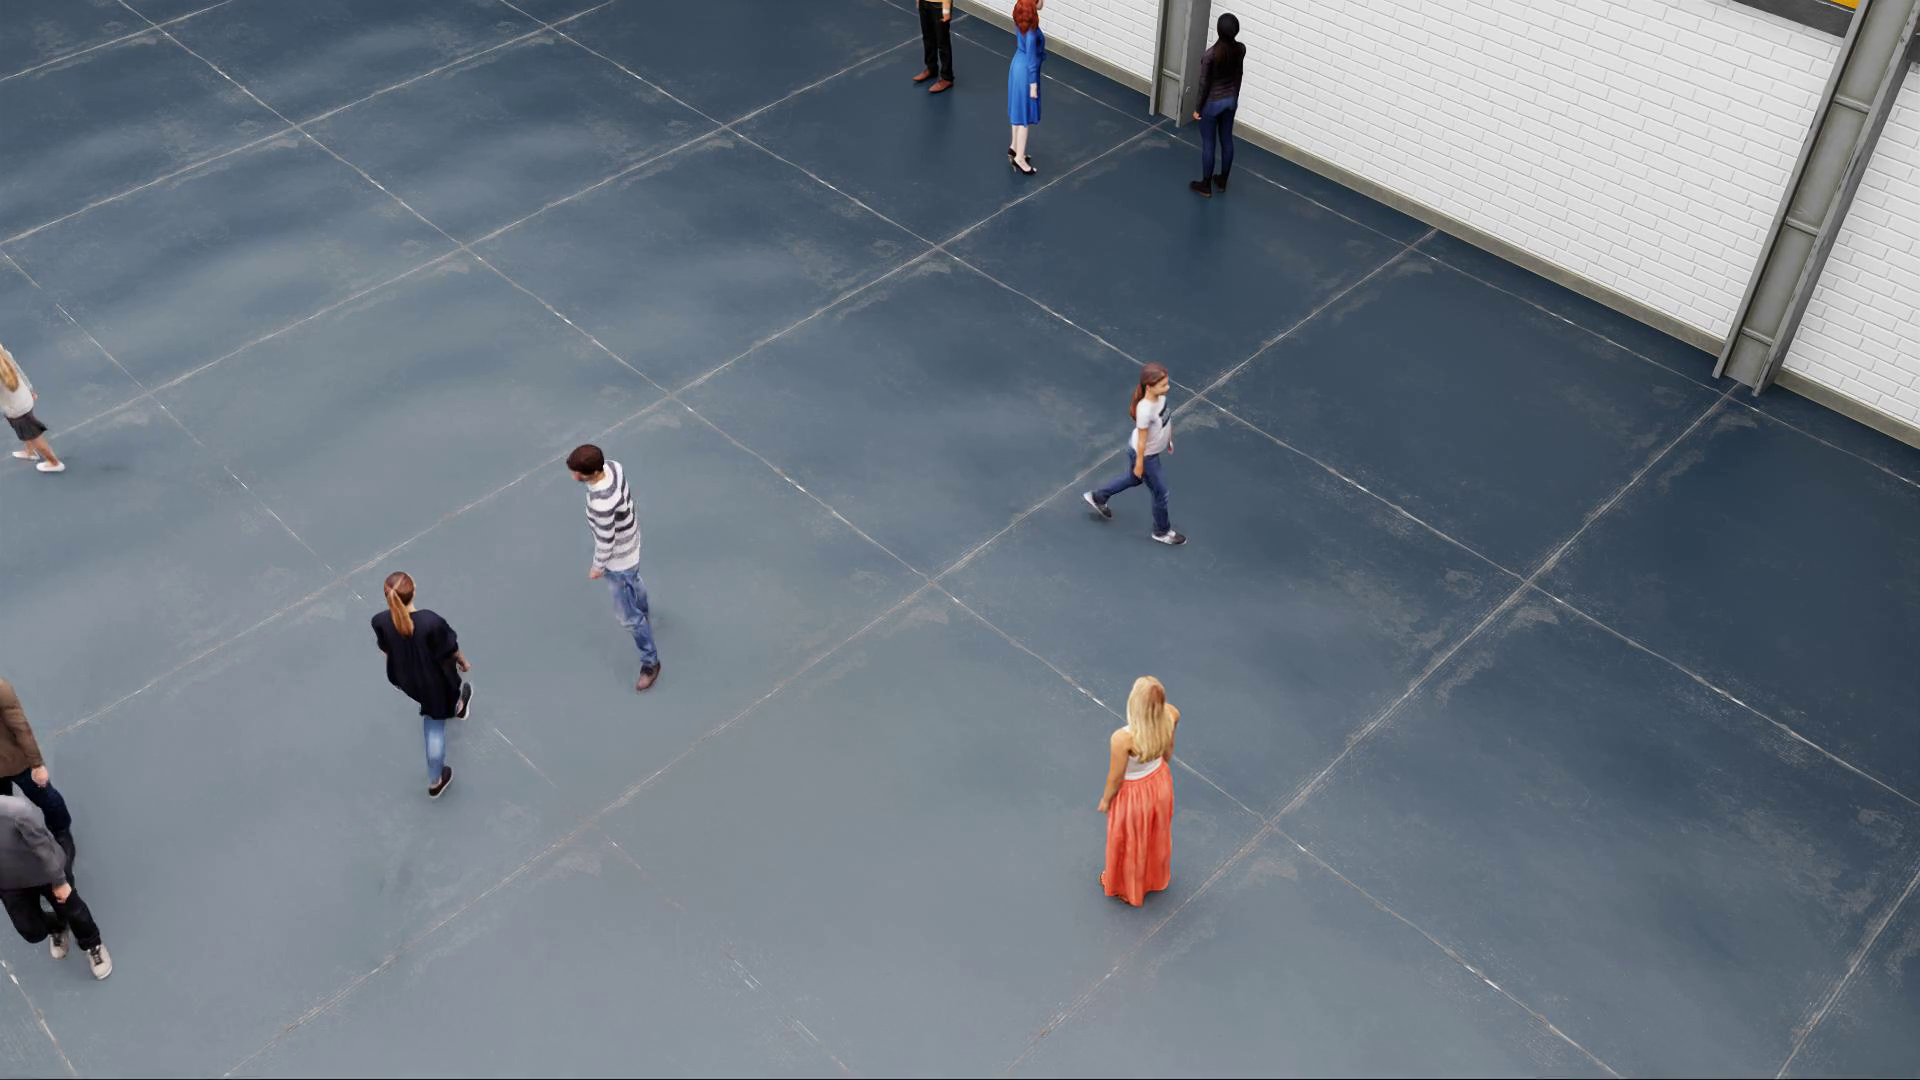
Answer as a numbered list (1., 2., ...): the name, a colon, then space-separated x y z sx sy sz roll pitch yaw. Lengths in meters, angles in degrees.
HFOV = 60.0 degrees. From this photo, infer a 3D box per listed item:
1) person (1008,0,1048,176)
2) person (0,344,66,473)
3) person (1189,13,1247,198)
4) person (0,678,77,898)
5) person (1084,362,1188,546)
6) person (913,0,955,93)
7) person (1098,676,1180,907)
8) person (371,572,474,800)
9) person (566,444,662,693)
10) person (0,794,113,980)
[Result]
1. person: 0.598 -4.218 15.250 0.767 1.826 0.678 -8 44 -8
2. person: -6.926 -1.004 12.285 0.800 1.262 0.728 4 44 4
3. person: 2.335 -3.919 14.995 0.680 1.745 0.664 -19 47 -19
4. person: -5.484 1.198 9.530 0.818 1.874 0.895 -13 45 -13
5. person: 1.253 -0.650 11.716 1.099 1.533 0.845 13 45 14
6. person: -0.239 -5.338 16.479 0.740 1.752 0.563 -28 50 -26
7. person: 1.011 1.413 9.356 0.676 1.802 0.641 -24 49 -23
8. person: -3.235 0.910 10.004 1.113 1.636 1.100 5 44 5
9. person: -2.194 0.025 10.796 1.127 1.825 0.974 5 44 5
10. person: -5.069 1.748 9.040 0.745 1.753 0.800 -10 45 -11
